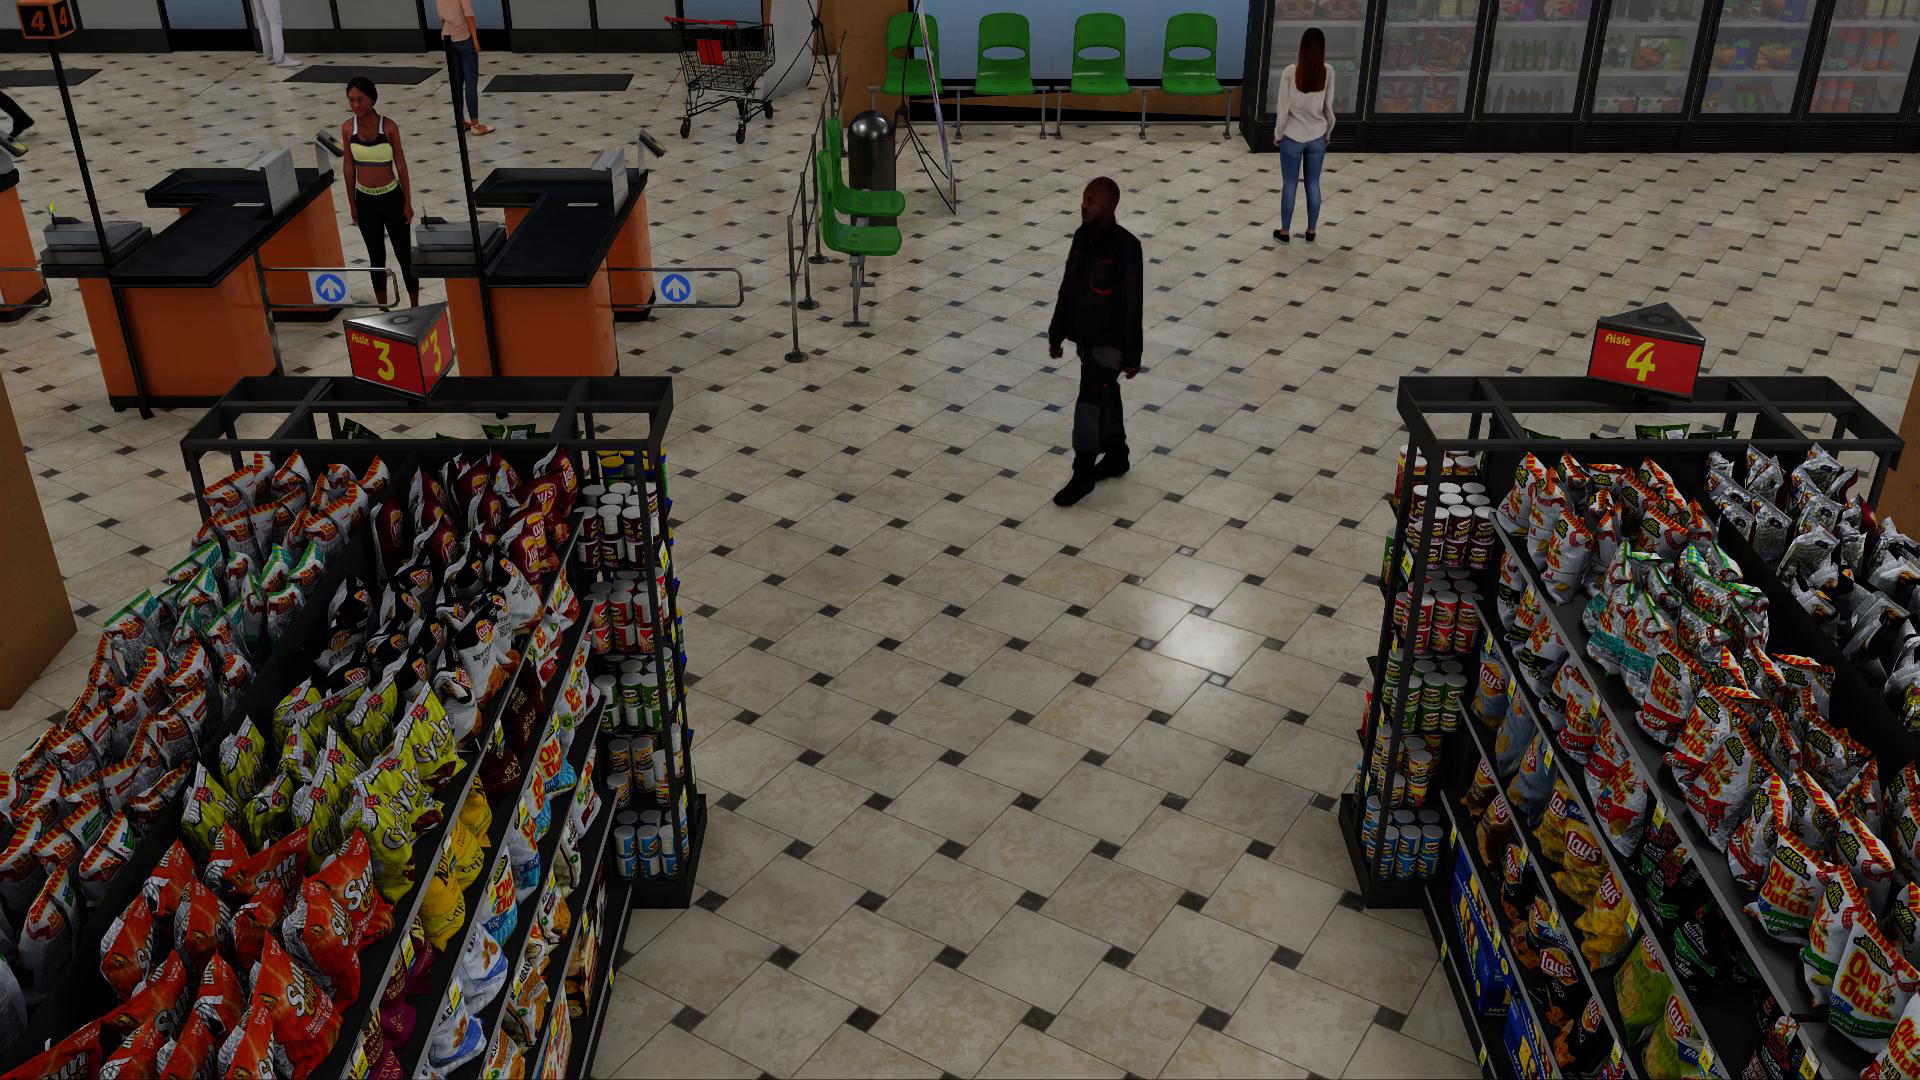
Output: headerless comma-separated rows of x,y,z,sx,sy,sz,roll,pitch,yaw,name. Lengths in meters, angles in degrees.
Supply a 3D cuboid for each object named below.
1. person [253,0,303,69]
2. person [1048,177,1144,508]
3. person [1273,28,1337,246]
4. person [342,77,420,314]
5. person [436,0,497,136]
-7.782,-6.244,18.514,0.740,1.887,0.785,23,36,35,person
0.870,-1.138,9.249,1.041,1.804,1.008,-18,33,-30,person
2.708,-3.168,13.086,0.610,1.691,0.536,-1,29,-1,person
-3.975,-2.307,11.443,0.583,1.754,0.524,-3,29,-5,person
-4.823,-4.821,16.008,0.670,1.792,0.688,17,33,28,person
